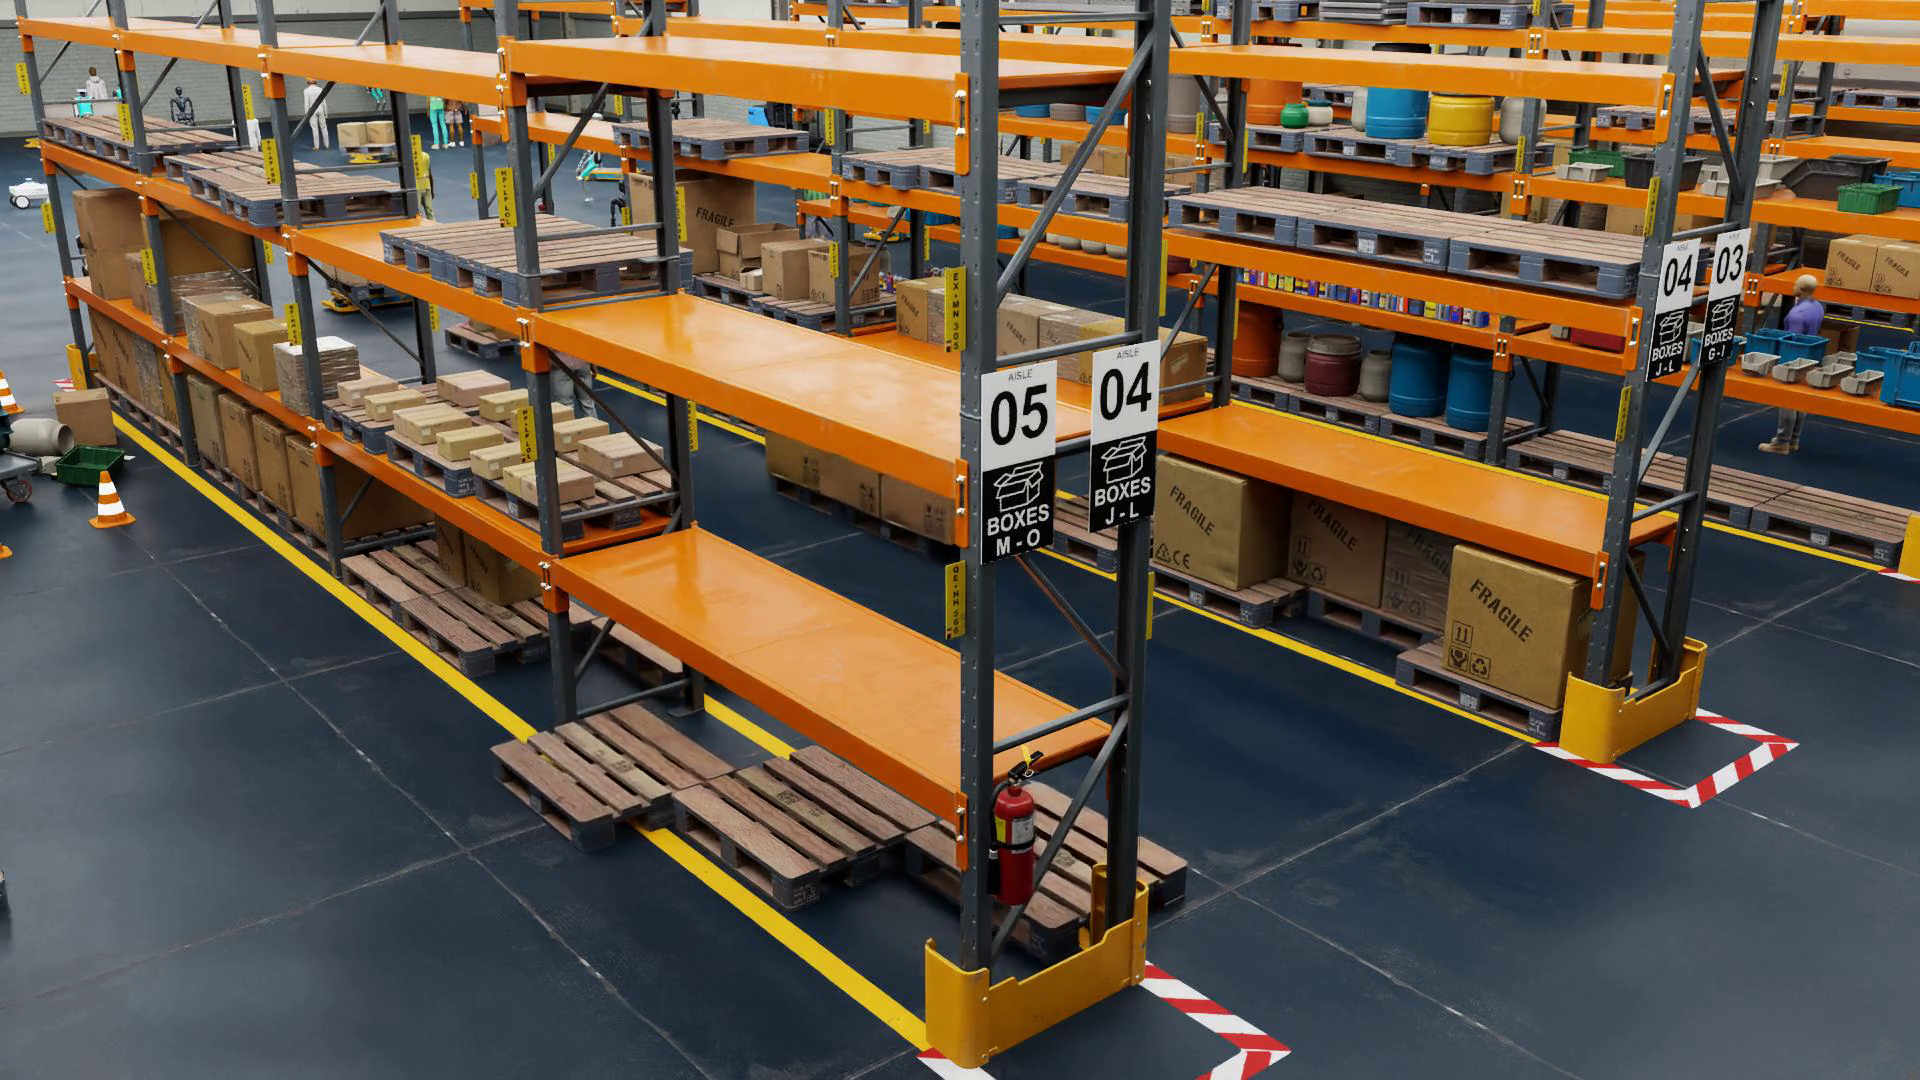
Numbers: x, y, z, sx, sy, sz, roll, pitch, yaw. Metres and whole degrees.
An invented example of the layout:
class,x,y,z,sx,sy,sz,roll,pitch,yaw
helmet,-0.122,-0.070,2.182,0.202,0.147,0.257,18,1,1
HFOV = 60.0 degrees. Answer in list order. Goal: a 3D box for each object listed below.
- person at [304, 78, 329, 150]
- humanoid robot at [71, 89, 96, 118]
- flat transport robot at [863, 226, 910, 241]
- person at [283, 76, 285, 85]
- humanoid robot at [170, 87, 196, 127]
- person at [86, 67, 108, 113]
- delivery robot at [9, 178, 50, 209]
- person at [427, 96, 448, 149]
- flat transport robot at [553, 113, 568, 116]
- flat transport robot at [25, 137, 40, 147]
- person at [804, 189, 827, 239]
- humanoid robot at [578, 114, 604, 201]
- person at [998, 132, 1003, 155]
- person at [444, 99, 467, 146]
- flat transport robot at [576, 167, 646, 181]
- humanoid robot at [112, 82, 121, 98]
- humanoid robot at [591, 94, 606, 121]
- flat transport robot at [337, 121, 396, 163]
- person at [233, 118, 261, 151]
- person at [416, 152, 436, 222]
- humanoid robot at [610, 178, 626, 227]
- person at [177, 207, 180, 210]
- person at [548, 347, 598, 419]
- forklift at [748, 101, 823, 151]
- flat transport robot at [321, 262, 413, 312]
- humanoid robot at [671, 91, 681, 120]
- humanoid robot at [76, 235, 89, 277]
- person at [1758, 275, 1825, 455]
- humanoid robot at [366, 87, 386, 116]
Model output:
class,x,y,z,sx,sy,sz,roll,pitch,yaw
person,-16.575,-11.000,42.804,0.567,1.889,0.373,-15,24,-36
humanoid robot,-20.645,-9.827,39.486,0.533,1.677,0.735,-15,24,-37
flat transport robot,-0.957,-5.503,29.598,1.431,0.231,0.659,-15,24,-37
person,-20.361,-13.381,49.592,0.498,1.879,0.401,-15,24,-36
humanoid robot,-19.497,-10.527,41.749,0.599,1.657,0.315,-15,24,-37
person,-23.506,-11.919,45.382,0.489,1.914,0.377,-15,24,-36
delivery robot,-18.502,-6.909,33.124,0.739,0.566,0.499,-15,24,-37
person,-13.559,-11.139,43.065,0.481,1.978,0.404,-15,24,-36
flat transport robot,-12.325,-12.642,49.915,0.659,0.231,1.431,9,21,24
flat transport robot,-24.007,-10.508,43.841,0.659,0.231,1.431,-1,19,-4
person,-2.291,-5.048,26.086,0.471,1.738,0.342,-15,24,-36
humanoid robot,-7.514,-7.686,33.670,0.791,1.817,0.547,-10,22,-27
person,0.618,-7.506,32.917,0.562,1.847,0.390,-15,24,-36
person,-13.306,-11.277,43.637,0.785,1.856,0.397,-15,24,-36
flat transport robot,-7.784,-8.162,37.166,1.431,0.231,0.659,5,20,15
humanoid robot,-20.825,-10.613,41.725,0.533,1.677,0.735,-15,24,-37
humanoid robot,-10.348,-12.591,47.663,0.598,1.641,0.412,16,25,38
flat transport robot,-14.350,-9.352,40.552,0.659,0.231,1.431,-1,19,-4
person,-15.508,-8.611,36.215,0.562,1.742,0.335,-15,24,-36
person,-9.219,-5.932,28.374,0.529,1.893,0.400,-15,24,-36
humanoid robot,-4.919,-4.523,24.664,0.599,1.657,0.315,-15,24,-37
person,-13.420,-6.030,28.541,0.603,1.966,0.368,-15,24,-36
person,-3.796,-1.670,16.172,0.626,1.940,0.373,-15,24,-36
forklift,-4.526,-11.368,42.374,1.129,2.768,1.873,-15,24,-37
flat transport robot,-8.337,-3.485,23.854,1.431,0.231,0.659,-15,24,-37
humanoid robot,-7.897,-11.827,45.450,0.599,1.657,0.315,-15,24,-37
humanoid robot,-10.263,-3.036,20.168,0.533,1.672,0.735,-15,24,-37
person,8.346,-1.744,16.593,0.592,1.799,0.395,-15,24,-36
humanoid robot,-17.903,-13.884,51.040,0.533,1.672,0.735,-15,24,-37
